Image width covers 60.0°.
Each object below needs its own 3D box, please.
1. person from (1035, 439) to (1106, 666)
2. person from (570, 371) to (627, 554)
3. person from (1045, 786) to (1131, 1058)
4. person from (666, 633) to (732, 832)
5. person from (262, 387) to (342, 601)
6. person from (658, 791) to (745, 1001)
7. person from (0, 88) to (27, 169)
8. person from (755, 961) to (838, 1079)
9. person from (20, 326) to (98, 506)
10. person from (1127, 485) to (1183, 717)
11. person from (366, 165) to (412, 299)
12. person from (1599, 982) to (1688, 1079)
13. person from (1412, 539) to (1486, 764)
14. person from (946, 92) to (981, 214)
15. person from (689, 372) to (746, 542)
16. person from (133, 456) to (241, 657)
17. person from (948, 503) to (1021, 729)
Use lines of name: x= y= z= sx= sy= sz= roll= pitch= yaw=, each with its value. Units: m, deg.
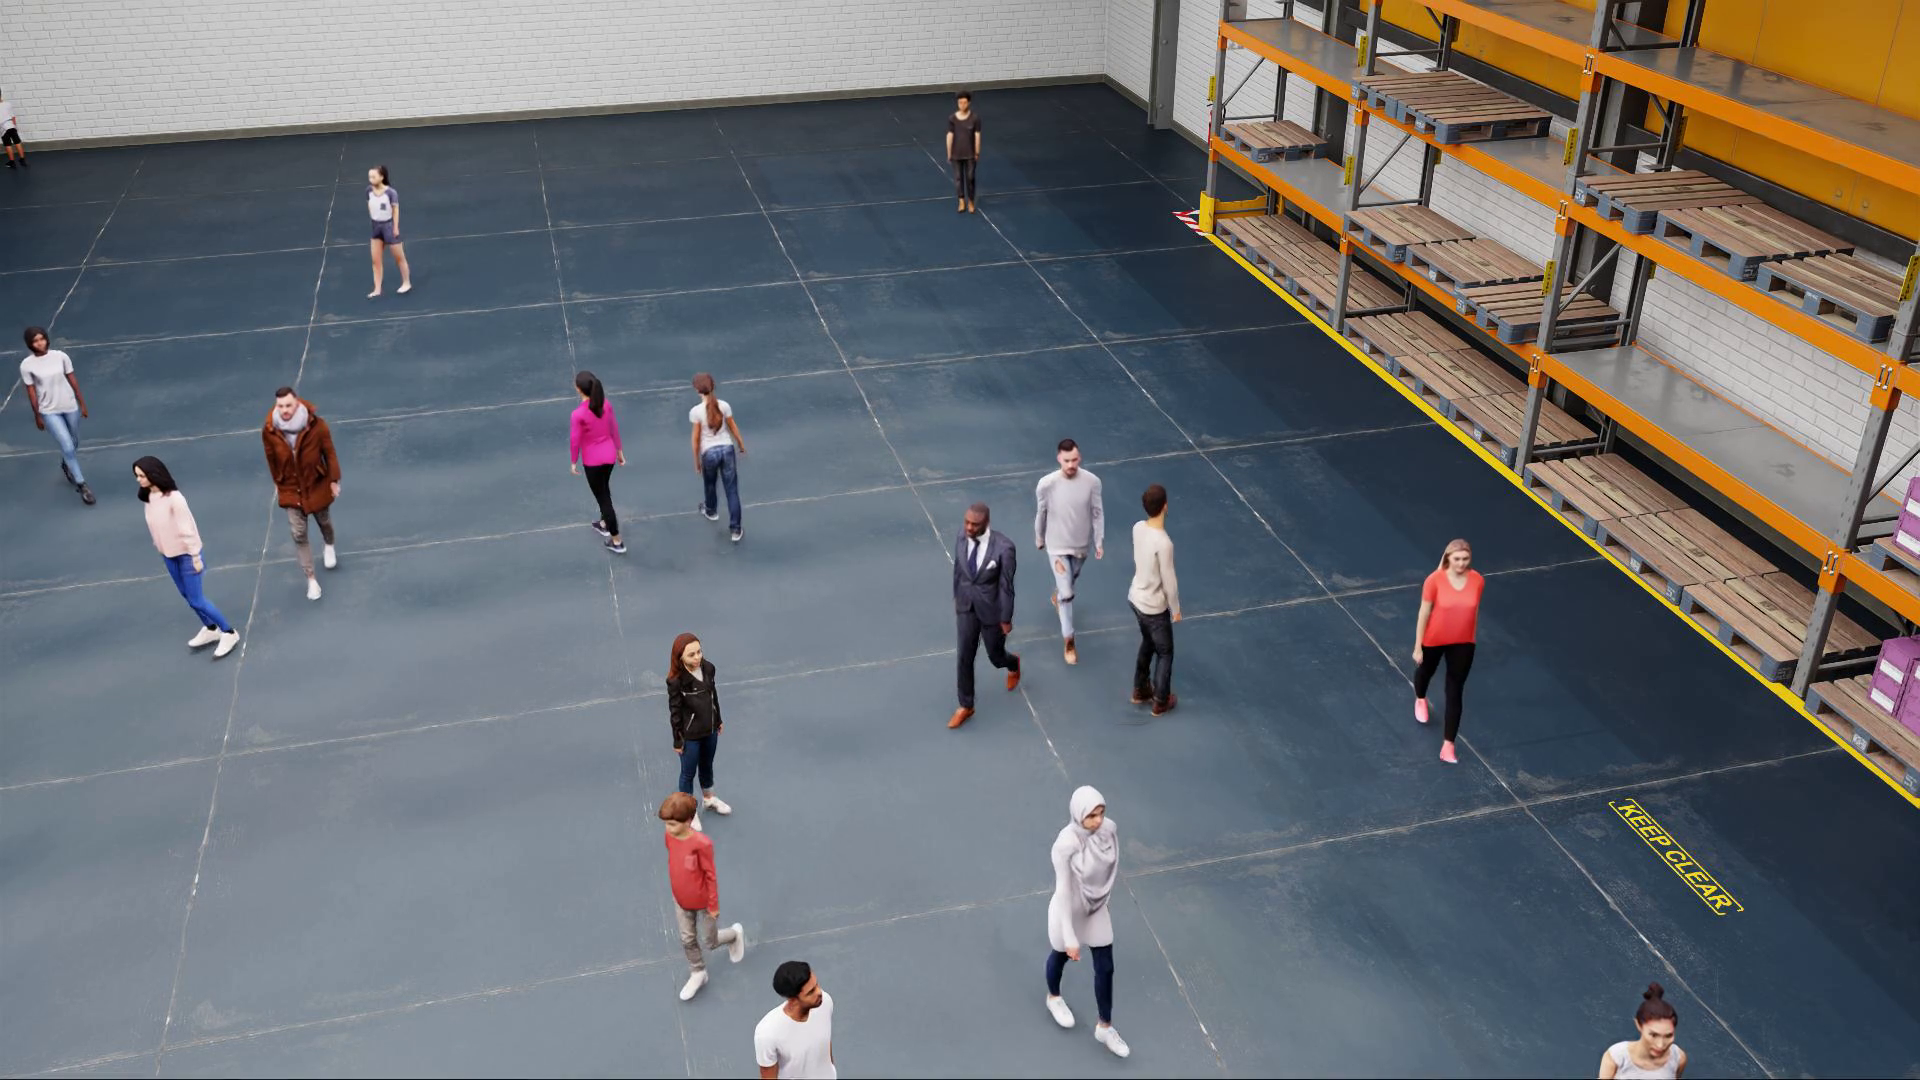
person: x=0.854 y=-0.015 z=13.338 sx=0.748 sy=1.793 sz=1.211 roll=-6 pitch=29 yaw=-11
person: x=-3.114 y=-0.663 z=14.643 sx=0.945 sy=1.680 sz=0.850 roll=23 pitch=36 yaw=35
person: x=0.624 y=2.093 z=9.517 sx=0.753 sy=1.751 sz=0.951 roll=-15 pitch=32 yaw=-25
person: x=-1.796 y=1.272 z=11.302 sx=0.674 sy=1.483 sz=0.646 roll=23 pitch=36 yaw=35
person: x=-5.566 y=-0.472 z=14.171 sx=0.745 sy=1.798 sz=1.120 roll=-8 pitch=30 yaw=-15
person: x=-1.539 y=2.075 z=9.918 sx=0.777 sy=1.399 sz=0.841 roll=15 pitch=32 yaw=25
person: x=-14.653 y=-6.365 z=25.539 sx=0.614 sy=1.257 sz=0.571 roll=21 pitch=35 yaw=34
person: x=-0.790 y=2.764 z=8.301 sx=0.720 sy=1.737 sz=0.714 roll=23 pitch=36 yaw=36
person: x=-8.485 y=-1.210 z=15.641 sx=1.173 sy=1.685 sz=0.957 roll=25 pitch=37 yaw=38
person: x=1.361 y=0.486 z=12.381 sx=0.775 sy=1.830 sz=0.615 roll=-7 pitch=29 yaw=-12
person: x=-7.016 y=-3.823 z=20.492 sx=0.873 sy=1.628 sz=0.991 roll=9 pitch=30 yaw=15
person: x=3.294 y=2.886 z=8.214 sx=0.612 sy=1.607 sz=0.591 roll=-1 pitch=29 yaw=-2
person: x=3.515 y=0.723 z=12.144 sx=0.867 sy=1.641 sz=1.218 roll=2 pitch=29 yaw=3
person: x=0.060 y=-5.500 z=23.485 sx=0.707 sy=1.704 sz=0.720 roll=4 pitch=29 yaw=8
person: x=-2.164 y=-0.723 z=14.920 sx=0.678 sy=1.520 sz=0.946 roll=-6 pitch=29 yaw=-11
person: x=-6.118 y=0.116 z=13.143 sx=0.759 sy=1.750 sz=0.823 roll=16 pitch=32 yaw=27
person: x=0.212 y=0.506 z=12.378 sx=1.091 sy=1.798 sz=1.150 roll=16 pitch=33 yaw=27
